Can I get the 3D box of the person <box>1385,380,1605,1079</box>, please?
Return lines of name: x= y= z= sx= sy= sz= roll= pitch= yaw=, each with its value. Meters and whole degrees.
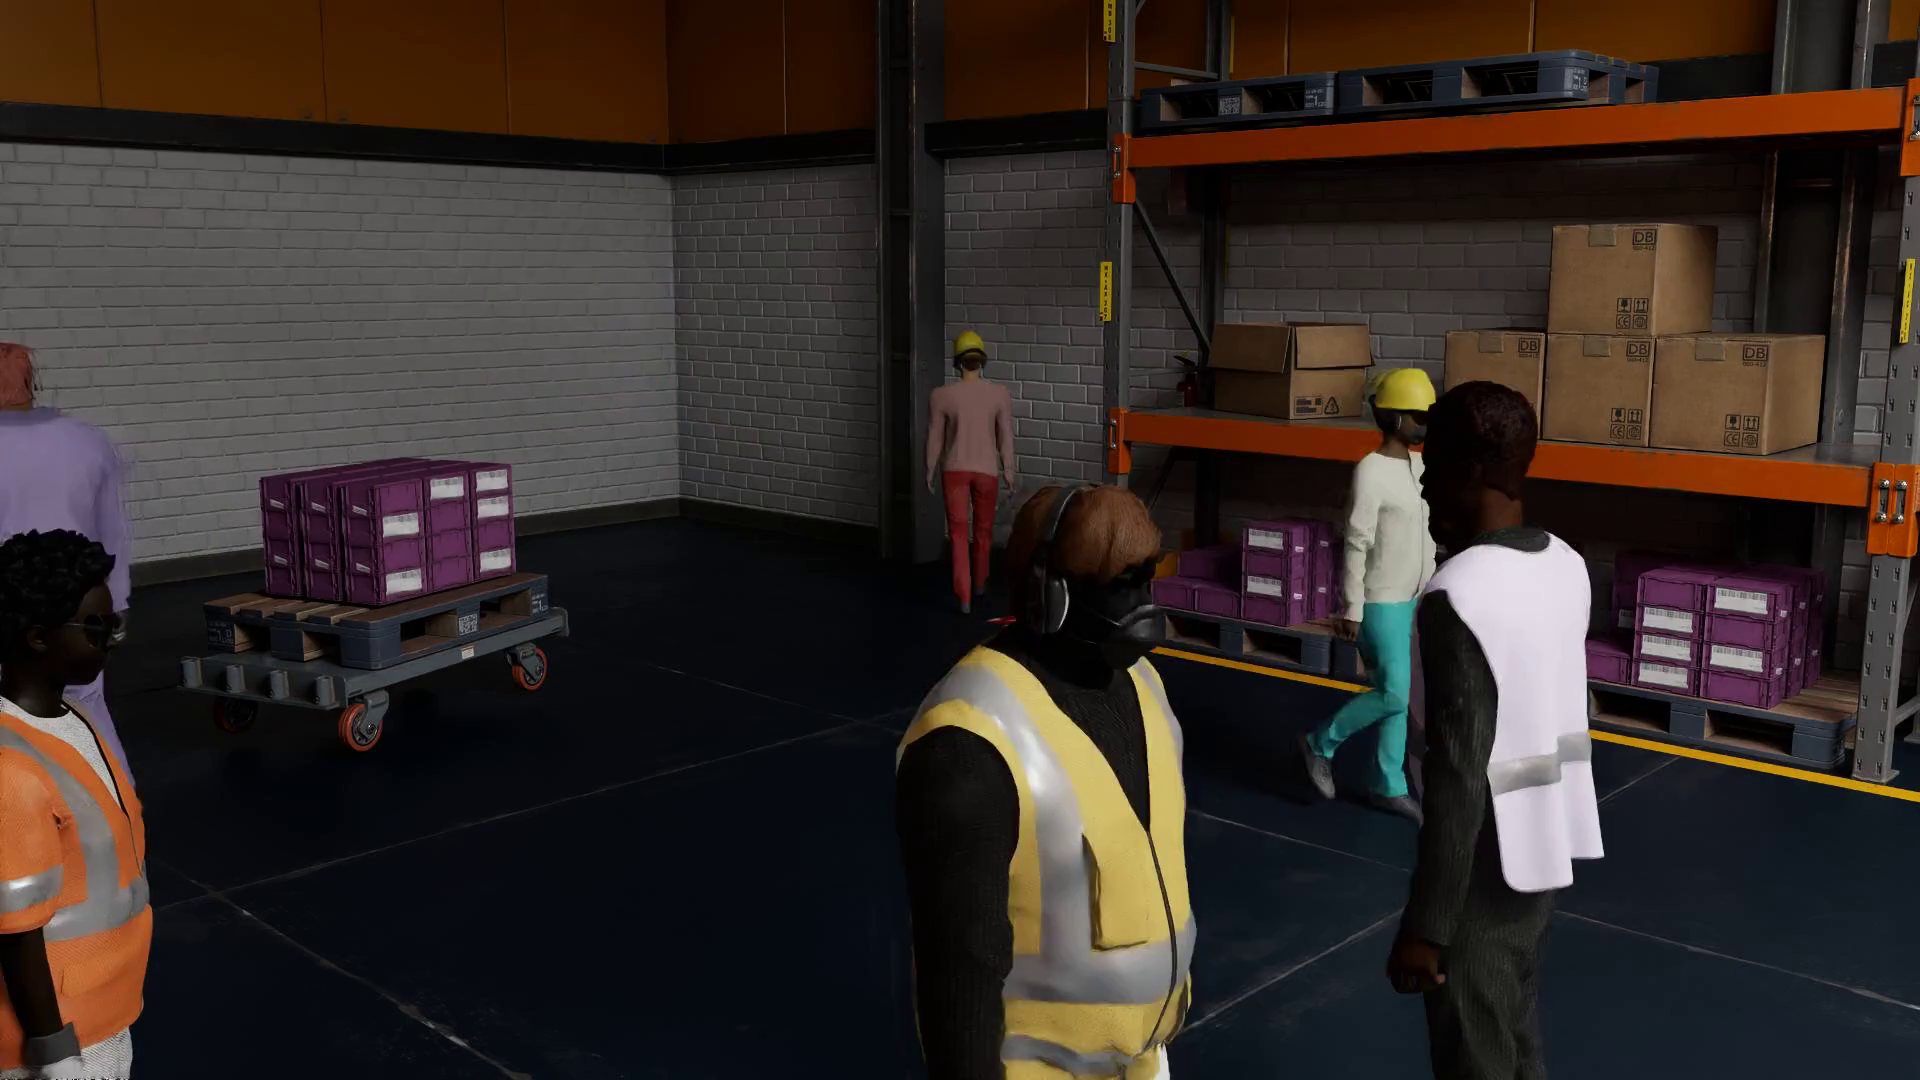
person: x=1.050 y=0.637 z=3.307 sx=0.400 sy=1.913 sz=0.607 roll=7 pitch=12 yaw=37

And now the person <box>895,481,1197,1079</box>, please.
person: x=0.065 y=0.792 z=2.684 sx=0.842 sy=1.819 sz=0.638 roll=7 pitch=12 yaw=37

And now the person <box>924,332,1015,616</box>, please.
person: x=0.045 y=-0.428 z=10.397 sx=0.548 sy=1.729 sz=0.809 roll=-1 pitch=9 yaw=-8

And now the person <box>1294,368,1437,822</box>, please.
person: x=1.620 y=0.214 z=6.386 sx=0.455 sy=1.754 sz=0.527 roll=8 pitch=12 yaw=39

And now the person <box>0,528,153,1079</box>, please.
person: x=-1.549 y=0.818 z=2.882 sx=0.333 sy=1.689 sz=0.533 roll=-3 pitch=10 yaw=-17

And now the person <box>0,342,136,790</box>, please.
person: x=-3.242 y=0.245 z=5.855 sx=0.818 sy=1.874 sz=0.690 roll=8 pitch=12 yaw=40
